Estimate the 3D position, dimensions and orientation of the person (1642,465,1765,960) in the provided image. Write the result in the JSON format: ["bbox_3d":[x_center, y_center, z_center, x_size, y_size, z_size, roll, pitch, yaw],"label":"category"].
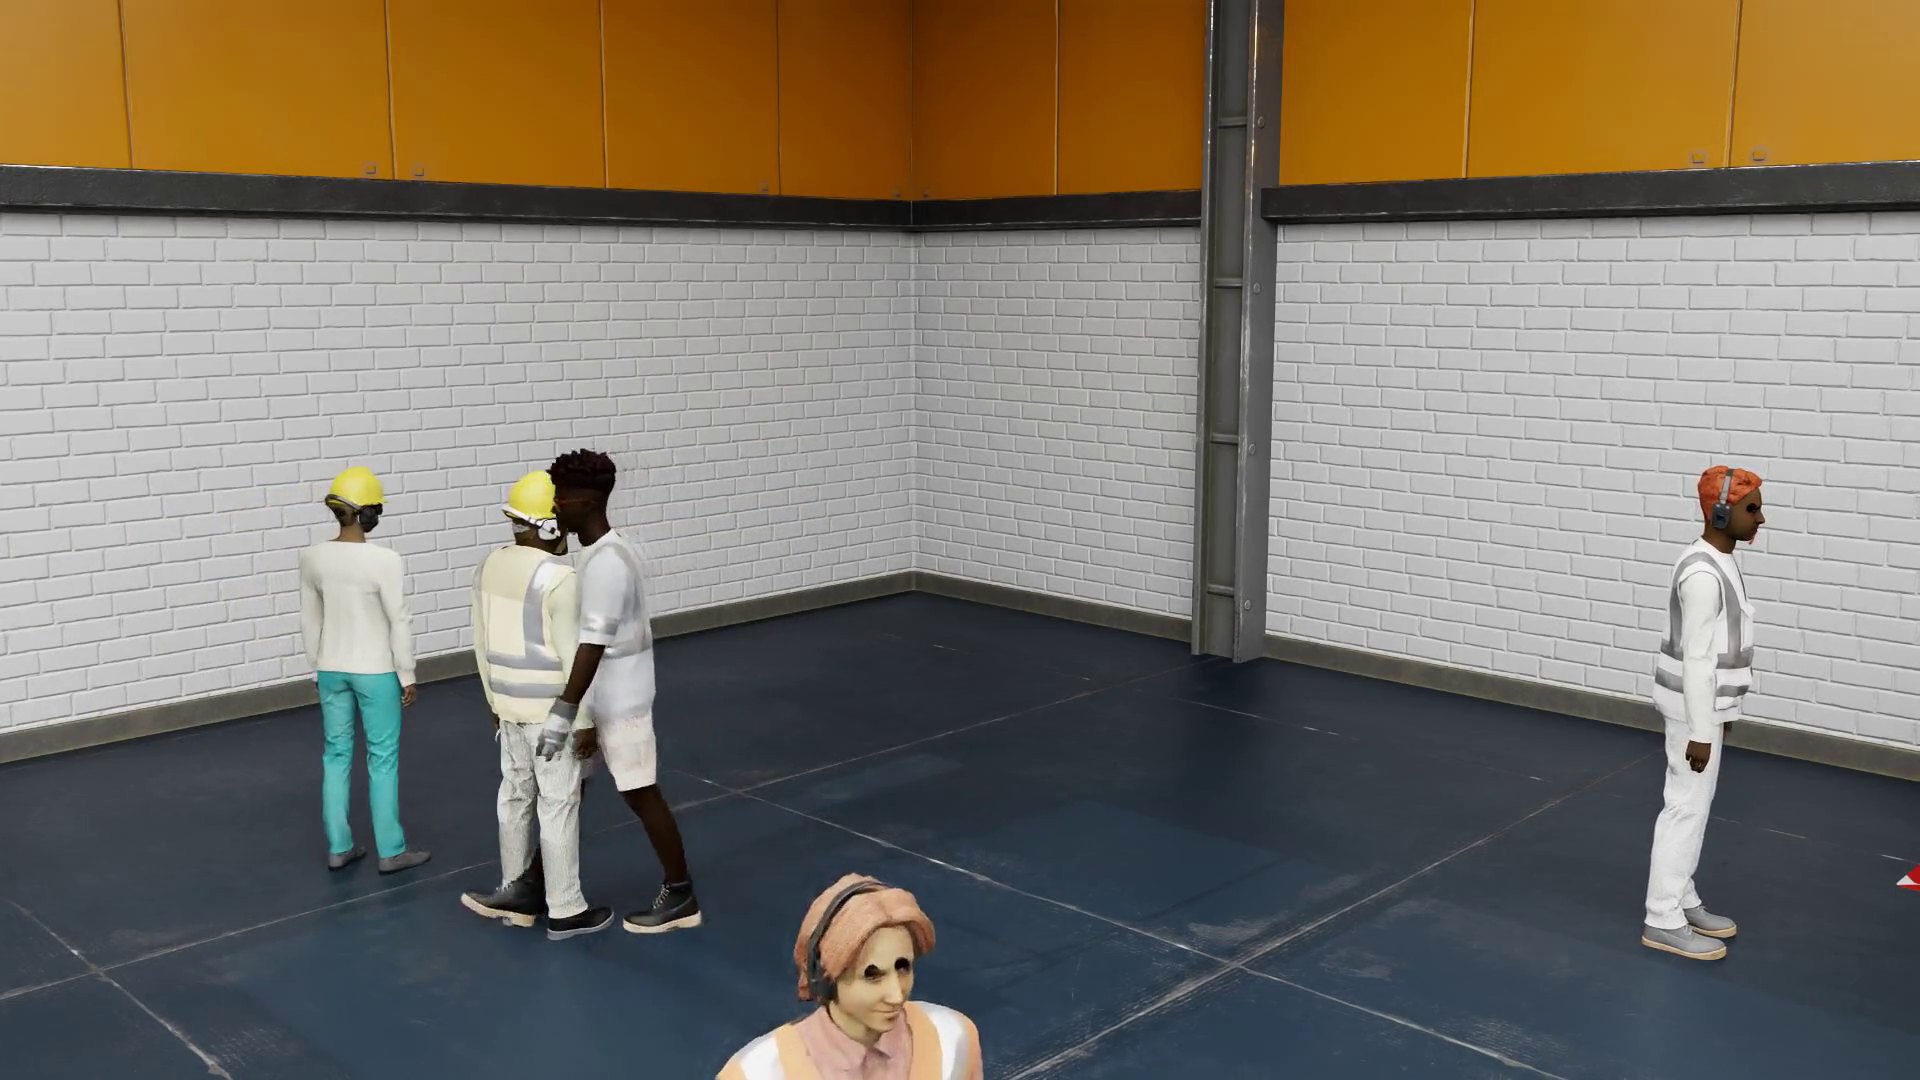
[{"bbox_3d":[2.833,0.651,6.342,0.354,1.879,0.568,5,10,27],"label":"person"}]

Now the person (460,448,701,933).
[{"bbox_3d":[-1.467,0.610,6.429,0.929,1.917,0.614,-3,10,-19],"label":"person"}]

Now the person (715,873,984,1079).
[{"bbox_3d":[-0.164,1.348,2.799,0.538,1.623,0.382,-6,11,-33],"label":"person"}]

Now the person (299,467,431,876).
[{"bbox_3d":[-2.579,0.564,7.196,0.533,1.767,0.326,3,10,17],"label":"person"}]

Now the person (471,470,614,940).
[{"bbox_3d":[-1.631,0.640,6.527,0.600,1.829,0.404,7,12,36],"label":"person"}]
